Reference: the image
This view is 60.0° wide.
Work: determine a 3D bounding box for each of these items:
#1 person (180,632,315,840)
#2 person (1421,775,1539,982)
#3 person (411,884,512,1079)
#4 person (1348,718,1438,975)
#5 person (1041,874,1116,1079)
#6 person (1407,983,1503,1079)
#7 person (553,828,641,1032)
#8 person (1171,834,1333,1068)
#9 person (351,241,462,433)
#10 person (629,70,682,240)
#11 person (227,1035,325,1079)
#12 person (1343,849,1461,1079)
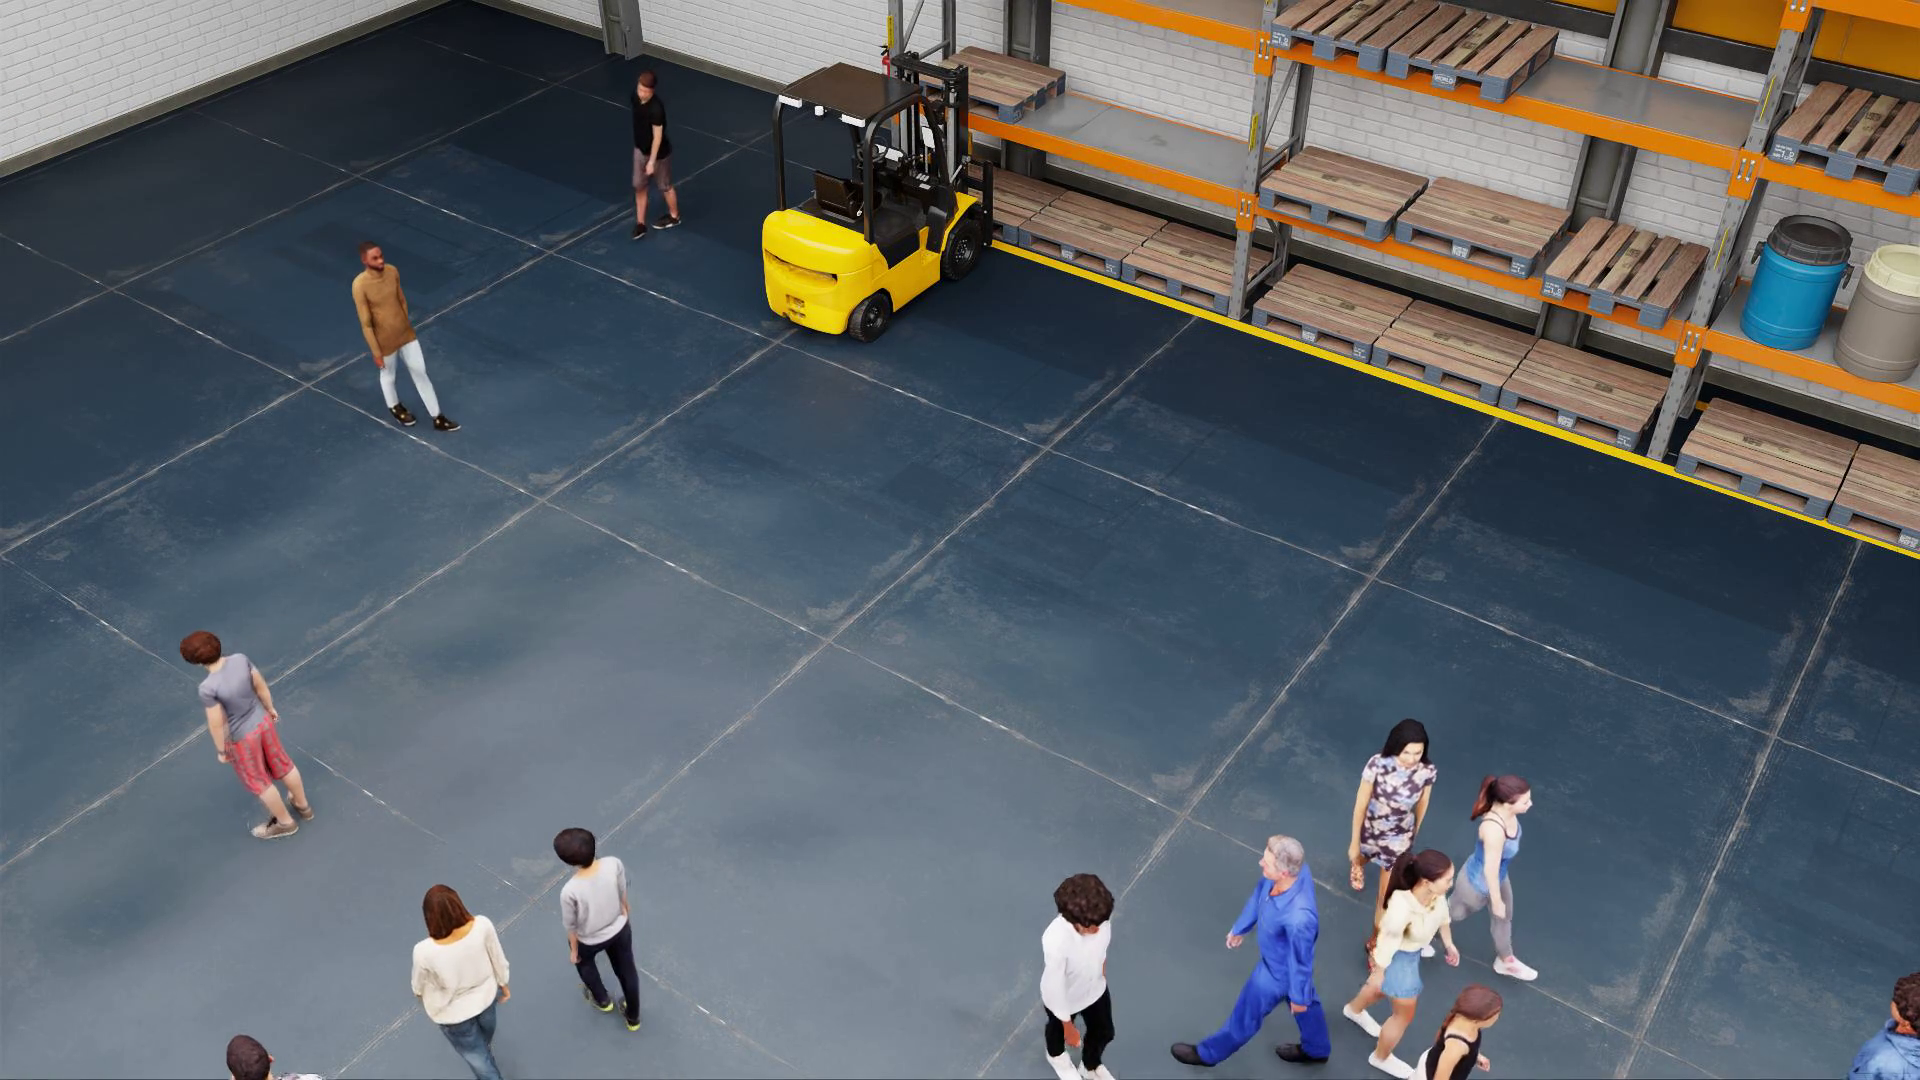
[{"bbox_3d":[-4.461,1.222,10.423,0.654,1.636,0.663,23,44,26],"label":"person"},{"bbox_3d":[2.934,1.934,9.581,1.064,1.574,0.602,20,43,24],"label":"person"},{"bbox_3d":[-2.584,2.486,8.818,0.765,1.665,0.948,-26,46,-29],"label":"person"},{"bbox_3d":[2.486,1.665,9.822,1.131,1.693,1.003,4,39,5],"label":"person"},{"bbox_3d":[0.554,2.326,8.919,0.765,1.787,0.807,-27,46,-29],"label":"person"},{"bbox_3d":[2.397,2.774,8.575,1.122,1.516,0.771,9,40,12],"label":"person"},{"bbox_3d":[-1.961,2.227,9.248,0.688,1.532,0.746,-26,45,-29],"label":"person"},{"bbox_3d":[1.850,2.279,8.979,1.259,1.786,1.047,4,39,5],"label":"person"},{"bbox_3d":[-4.845,-1.721,13.986,1.018,1.789,0.681,25,45,28],"label":"person"},{"bbox_3d":[-3.061,-3.934,16.739,0.824,1.810,0.854,-30,48,-32],"label":"person"},{"bbox_3d":[-3.113,3.066,7.949,0.864,1.842,0.970,-26,45,-29],"label":"person"},{"bbox_3d":[2.380,2.241,9.174,0.740,1.602,0.665,28,47,31],"label":"person"}]
